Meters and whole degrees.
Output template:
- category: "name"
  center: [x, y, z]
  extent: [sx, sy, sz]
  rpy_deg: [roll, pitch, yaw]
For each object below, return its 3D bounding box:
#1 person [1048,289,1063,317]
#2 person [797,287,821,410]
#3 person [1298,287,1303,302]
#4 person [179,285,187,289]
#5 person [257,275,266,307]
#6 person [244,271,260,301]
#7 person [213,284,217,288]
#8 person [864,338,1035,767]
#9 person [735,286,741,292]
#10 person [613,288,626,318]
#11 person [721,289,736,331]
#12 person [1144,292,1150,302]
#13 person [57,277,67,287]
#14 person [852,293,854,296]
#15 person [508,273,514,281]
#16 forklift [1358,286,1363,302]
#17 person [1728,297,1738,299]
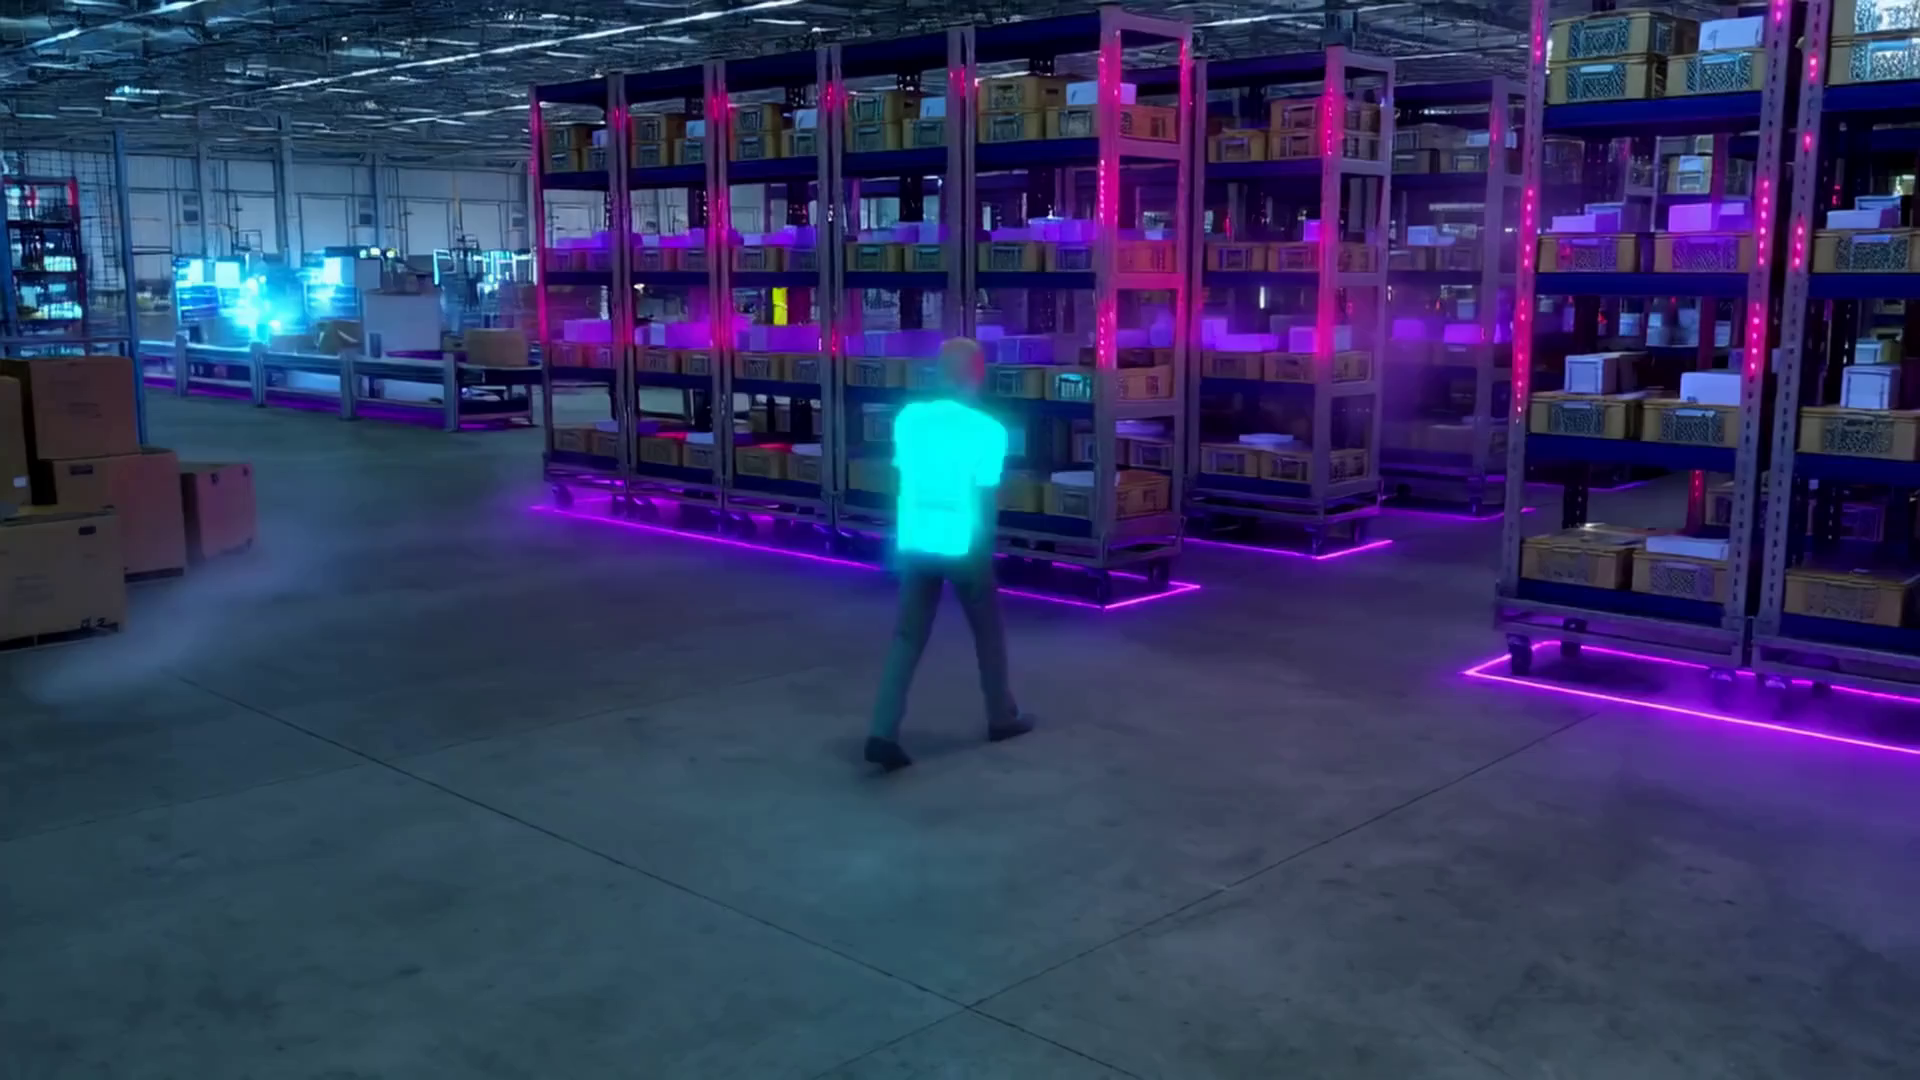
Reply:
- category: "person"
  center: [1.425, -2.990, 25.474]
  extent: [0.588, 1.835, 0.403]
  rpy_deg: [1, 9, 7]
- category: "person"
  center: [-1.926, -2.249, 20.719]
  extent: [0.404, 1.904, 0.652]
  rpy_deg: [-8, 12, -39]
- category: "person"
  center: [11.775, -8.174, 57.943]
  extent: [0.361, 1.608, 0.544]
  rpy_deg: [-5, 11, -30]
- category: "person"
  center: [-36.003, -11.349, 76.826]
  extent: [0.948, 1.790, 0.637]
  rpy_deg: [-7, 12, -38]
- category: "person"
  center: [-24.378, -8.340, 58.168]
  extent: [0.532, 1.871, 0.321]
  rpy_deg: [9, 13, 43]
- category: "person"
  center: [-26.903, -9.240, 63.303]
  extent: [0.611, 1.996, 0.379]
  rpy_deg: [-3, 10, -19]
- category: "person"
  center: [-30.777, -10.006, 68.754]
  extent: [0.518, 1.740, 0.534]
  rpy_deg: [6, 11, 31]
- category: "person"
  center: [-0.058, 0.046, 7.010]
  extent: [0.577, 1.789, 1.008]
  rpy_deg: [6, 11, 31]
- category: "person"
  center: [-11.546, -12.763, 85.303]
  extent: [0.997, 1.860, 0.600]
  rpy_deg: [1, 9, 7]
- category: "person"
  center: [-8.287, -5.470, 40.892]
  extent: [0.523, 1.769, 0.309]
  rpy_deg: [1, 9, 5]
- category: "person"
  center: [-7.029, -7.013, 50.227]
  extent: [0.592, 1.813, 0.768]
  rpy_deg: [-9, 13, -43]
- category: "person"
  center: [7.019, -9.023, 62.885]
  extent: [0.316, 1.695, 0.541]
  rpy_deg: [1, 9, 4]
- category: "person"
  center: [-40.588, -11.136, 75.278]
  extent: [0.644, 1.890, 1.015]
  rpy_deg: [4, 10, 21]
- category: "person"
  center: [-4.717, -10.357, 71.163]
  extent: [0.837, 1.666, 0.528]
  rpy_deg: [2, 9, 12]
- category: "person"
  center: [-23.234, -12.957, 86.457]
  extent: [0.926, 1.864, 0.622]
  rpy_deg: [-7, 12, -36]
- category: "forklift"
  center: [11.100, -7.017, 46.970]
  extent: [1.873, 2.768, 1.129]
  rpy_deg: [9, 13, 43]
- category: "person"
  center: [14.963, -4.146, 32.240]
  extent: [0.627, 1.943, 1.037]
  rpy_deg: [-4, 10, -21]
